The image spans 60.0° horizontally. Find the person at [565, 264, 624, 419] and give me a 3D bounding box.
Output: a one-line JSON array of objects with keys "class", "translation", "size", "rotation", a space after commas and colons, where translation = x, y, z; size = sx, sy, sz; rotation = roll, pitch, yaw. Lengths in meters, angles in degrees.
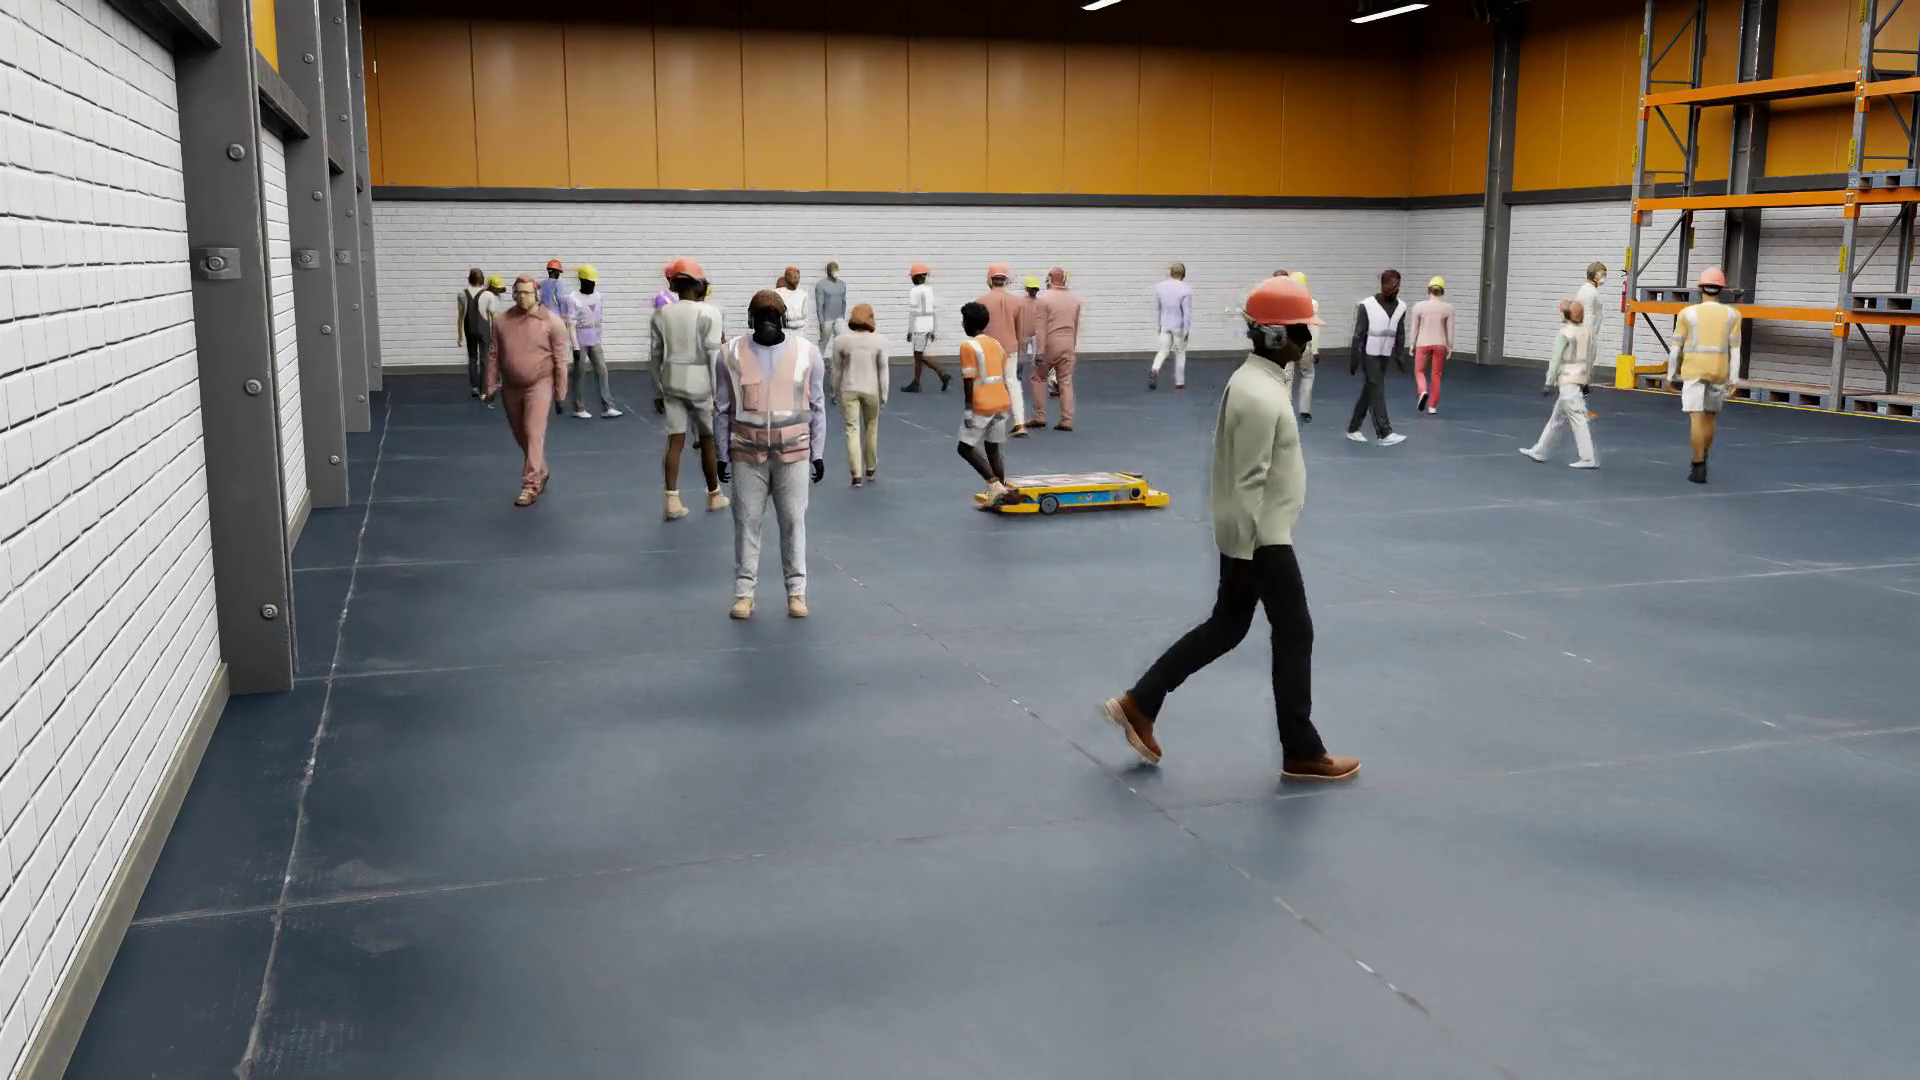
[{"class": "person", "translation": [-4.491, -2.409, 20.340], "size": [0.870, 1.889, 0.621], "rotation": [7, 12, 36]}]

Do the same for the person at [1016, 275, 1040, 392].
[{"class": "person", "translation": [0.998, -2.968, 24.065], "size": [0.513, 1.723, 0.857], "rotation": [-2, 10, -13]}]

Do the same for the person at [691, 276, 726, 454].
[{"class": "person", "translation": [-2.615, -1.796, 16.999], "size": [0.519, 1.836, 0.906], "rotation": [-2, 10, -10]}]

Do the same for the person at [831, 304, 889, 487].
[{"class": "person", "translation": [-0.883, -1.289, 14.730], "size": [0.518, 1.584, 0.838], "rotation": [0, 10, -2]}]

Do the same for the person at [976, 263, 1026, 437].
[{"class": "person", "translation": [0.455, -2.122, 18.600], "size": [0.630, 1.940, 1.051], "rotation": [-4, 11, -24]}]

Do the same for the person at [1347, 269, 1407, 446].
[{"class": "person", "translation": [4.458, -1.940, 17.738], "size": [0.597, 1.864, 0.981], "rotation": [-6, 11, -30]}]

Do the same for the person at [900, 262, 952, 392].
[{"class": "person", "translation": [-0.493, -3.075, 24.169], "size": [0.791, 1.919, 0.558], "rotation": [5, 11, 25]}]

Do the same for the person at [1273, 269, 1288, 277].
[{"class": "person", "translation": [4.536, -2.921, 23.551], "size": [0.632, 1.819, 0.804], "rotation": [-2, 10, -14]}]

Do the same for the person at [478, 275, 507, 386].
[{"class": "person", "translation": [-7.015, -3.125, 25.049], "size": [0.698, 1.700, 0.499], "rotation": [2, 10, 14]}]

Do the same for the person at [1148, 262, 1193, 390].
[{"class": "person", "translation": [3.122, -3.142, 24.549], "size": [0.642, 1.920, 0.793], "rotation": [8, 12, 37]}]

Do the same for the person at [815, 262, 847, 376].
[{"class": "person", "translation": [-2.070, -3.604, 27.287], "size": [0.651, 1.882, 1.037], "rotation": [-8, 13, -39]}]

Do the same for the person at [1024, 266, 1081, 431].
[{"class": "person", "translation": [1.041, -2.199, 19.172], "size": [0.663, 1.882, 0.708], "rotation": [-7, 12, -35]}]

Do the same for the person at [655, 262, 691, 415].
[{"class": "person", "translation": [-3.508, -2.468, 20.618], "size": [0.458, 1.918, 0.586], "rotation": [7, 12, 34]}]

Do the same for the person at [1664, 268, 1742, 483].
[{"class": "person", "translation": [6.690, -1.496, 15.033], "size": [0.566, 1.892, 0.931], "rotation": [1, 10, 8]}]

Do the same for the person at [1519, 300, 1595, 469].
[{"class": "person", "translation": [5.758, -1.491, 15.886], "size": [0.538, 1.585, 0.848], "rotation": [-9, 13, -42]}]

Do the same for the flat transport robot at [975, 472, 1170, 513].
[{"class": "flat transport robot", "translation": [0.900, -0.390, 13.361], "size": [1.431, 0.197, 0.652], "rotation": [-3, 10, -18]}]

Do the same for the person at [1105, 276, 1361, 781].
[{"class": "person", "translation": [1.069, -0.033, 6.423], "size": [0.932, 1.966, 0.607], "rotation": [0, 10, 3]}]

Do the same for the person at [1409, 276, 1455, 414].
[{"class": "person", "translation": [5.951, -2.447, 20.977], "size": [0.546, 1.750, 0.485], "rotation": [2, 10, 12]}]

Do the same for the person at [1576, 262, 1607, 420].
[{"class": "person", "translation": [7.740, -2.453, 20.498], "size": [0.379, 1.933, 0.629], "rotation": [4, 10, 19]}]

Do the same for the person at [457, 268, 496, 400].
[{"class": "person", "translation": [-6.704, -2.868, 23.193], "size": [0.557, 1.829, 0.513], "rotation": [0, 10, -1]}]

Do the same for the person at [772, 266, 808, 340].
[{"class": "person", "translation": [-2.358, -2.825, 22.850], "size": [0.588, 1.865, 0.691], "rotation": [-6, 12, -32]}]

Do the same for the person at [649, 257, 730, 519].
[{"class": "person", "translation": [-2.095, -1.174, 12.887], "size": [0.630, 2.008, 0.866], "rotation": [3, 10, 14]}]

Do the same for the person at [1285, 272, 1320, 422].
[{"class": "person", "translation": [4.049, -2.298, 19.935], "size": [0.627, 1.811, 0.636], "rotation": [6, 11, 29]}]

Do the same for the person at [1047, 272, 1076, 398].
[{"class": "person", "translation": [1.385, -2.875, 23.328], "size": [0.631, 1.798, 0.473], "rotation": [9, 13, 41]}]

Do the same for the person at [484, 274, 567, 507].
[{"class": "person", "translation": [-3.557, -1.257, 13.742], "size": [0.634, 1.873, 0.942], "rotation": [2, 10, 12]}]

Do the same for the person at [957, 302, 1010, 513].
[{"class": "person", "translation": [0.200, -1.027, 13.008], "size": [0.472, 1.664, 0.553], "rotation": [7, 12, 36]}]

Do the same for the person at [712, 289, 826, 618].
[{"class": "person", "translation": [-1.064, -0.473, 9.306], "size": [0.634, 1.839, 0.429], "rotation": [-1, 10, -5]}]

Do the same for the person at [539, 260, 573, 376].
[{"class": "person", "translation": [-6.718, -3.679, 27.610], "size": [0.542, 1.928, 0.375], "rotation": [6, 12, 33]}]

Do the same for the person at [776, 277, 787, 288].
[{"class": "person", "translation": [-3.090, -3.772, 29.030], "size": [0.493, 1.625, 0.280], "rotation": [1, 10, 8]}]
